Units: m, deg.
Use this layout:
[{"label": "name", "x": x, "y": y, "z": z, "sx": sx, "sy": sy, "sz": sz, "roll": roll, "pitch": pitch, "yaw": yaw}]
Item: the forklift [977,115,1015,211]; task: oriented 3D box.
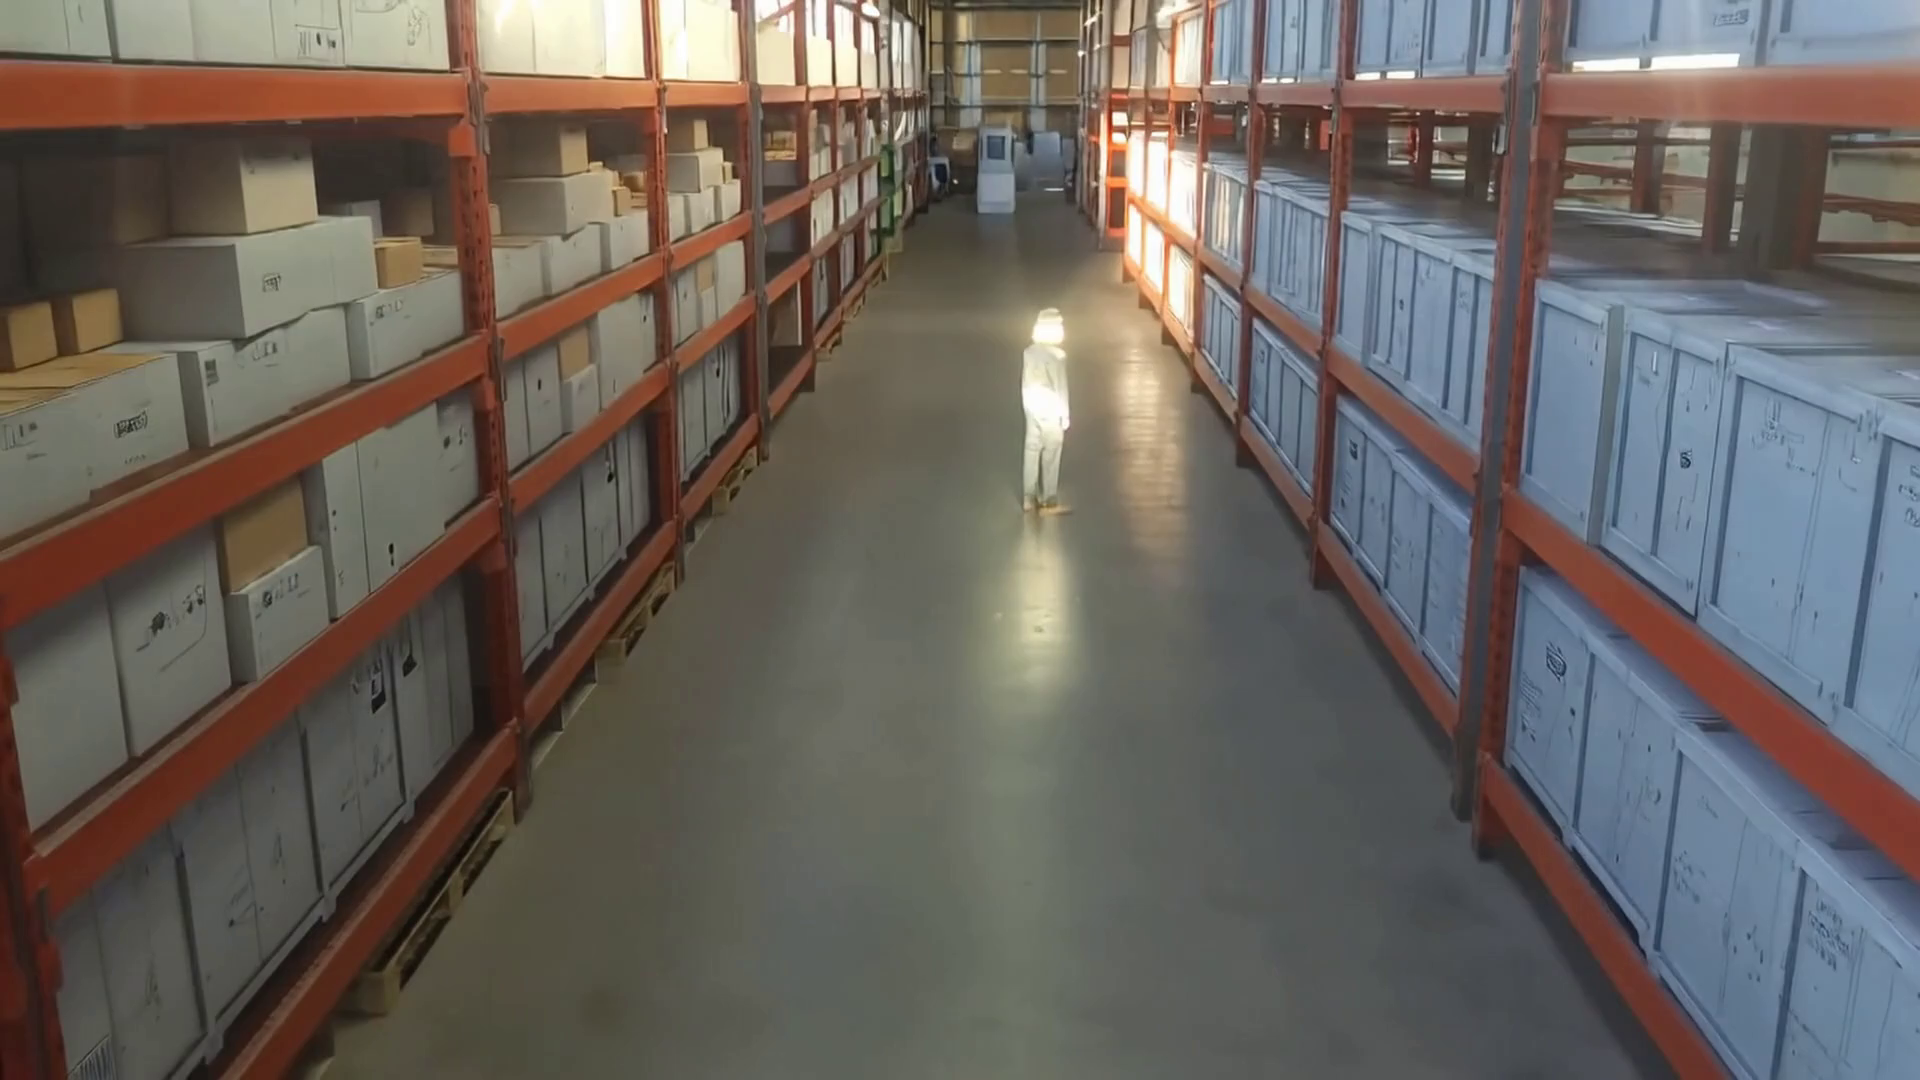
[{"label": "forklift", "x": 1.094, "y": -11.407, "z": 50.234, "sx": 1.129, "sy": 2.768, "sz": 1.873, "roll": 0, "pitch": 15, "yaw": 1}]

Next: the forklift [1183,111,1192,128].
[{"label": "forklift", "x": 8.213, "y": -14.775, "z": 62.764, "sx": 1.129, "sy": 2.768, "sz": 1.873, "roll": 0, "pitch": 15, "yaw": 1}]

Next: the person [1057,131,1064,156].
[{"label": "person", "x": 4.246, "y": -16.075, "z": 69.414, "sx": 0.486, "sy": 1.922, "sz": 0.641, "roll": -3, "pitch": 15, "yaw": -11}]

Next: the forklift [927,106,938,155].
[{"label": "forklift", "x": -1.626, "y": -20.346, "z": 83.493, "sx": 1.129, "sy": 2.768, "sz": 1.873, "roll": -11, "pitch": 19, "yaw": -37}]

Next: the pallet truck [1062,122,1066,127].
[{"label": "pallet truck", "x": 5.788, "y": -21.111, "z": 88.014, "sx": 1.885, "sy": 1.965, "sz": 0.823, "roll": 5, "pitch": 16, "yaw": 18}]

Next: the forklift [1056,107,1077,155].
[{"label": "forklift", "x": 4.963, "y": -18.819, "z": 77.810, "sx": 1.129, "sy": 2.768, "sz": 1.873, "roll": -7, "pitch": 17, "yaw": -24}]

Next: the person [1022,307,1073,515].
[{"label": "person", "x": 0.740, "y": -1.085, "z": 13.988, "sx": 0.316, "sy": 1.741, "sz": 0.493, "roll": -13, "pitch": 20, "yaw": -40}]
